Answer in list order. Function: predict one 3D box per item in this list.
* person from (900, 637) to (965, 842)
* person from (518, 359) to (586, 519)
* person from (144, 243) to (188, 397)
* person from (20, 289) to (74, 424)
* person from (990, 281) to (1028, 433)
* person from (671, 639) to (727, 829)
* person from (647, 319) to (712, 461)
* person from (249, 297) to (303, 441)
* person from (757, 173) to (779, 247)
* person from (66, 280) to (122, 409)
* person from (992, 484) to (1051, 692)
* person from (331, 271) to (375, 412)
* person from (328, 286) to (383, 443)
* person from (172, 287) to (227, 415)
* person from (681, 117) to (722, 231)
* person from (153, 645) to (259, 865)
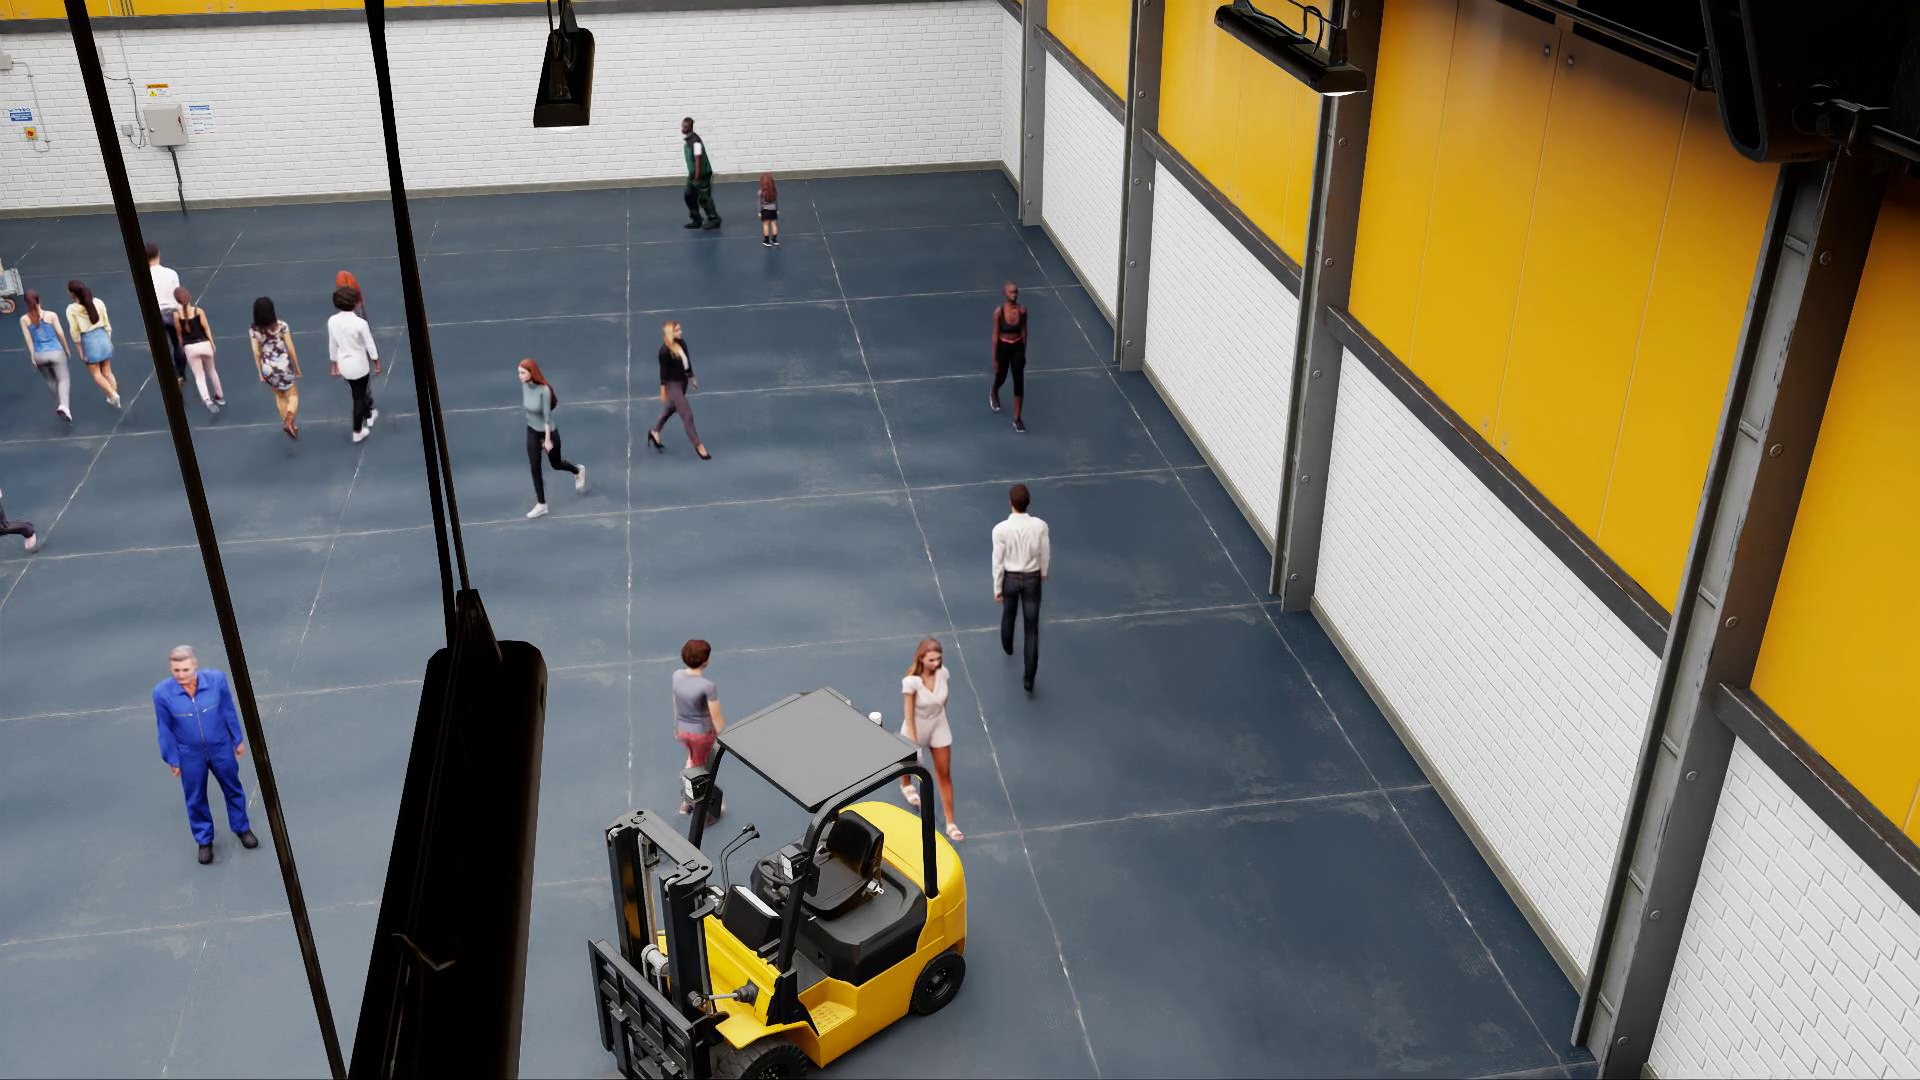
[{"bbox_3d":[-0.306,1.442,12.806,0.796,1.652,1.167,-13,31,-23],"label":"person"},{"bbox_3d":[-4.293,-1.105,17.408,1.024,1.717,1.111,17,33,28],"label":"person"},{"bbox_3d":[-9.583,-2.638,20.095,0.853,1.836,1.198,-14,32,-24],"label":"person"},{"bbox_3d":[-10.623,-2.113,19.393,0.678,1.586,1.037,-9,30,-15],"label":"person"},{"bbox_3d":[0.546,-2.197,19.404,0.666,1.724,1.161,-7,29,-13],"label":"person"},{"bbox_3d":[-2.053,1.522,12.673,0.779,1.639,0.838,16,32,26],"label":"person"},{"bbox_3d":[-3.249,-1.680,18.561,0.992,1.624,1.076,10,30,17],"label":"person"},{"bbox_3d":[-7.733,-1.888,18.843,0.611,1.717,0.835,-5,29,-9],"label":"person"},{"bbox_3d":[-2.902,-5.026,25.234,0.526,1.107,0.543,-15,32,-26],"label":"person"},{"bbox_3d":[-10.174,-2.267,19.647,0.954,1.613,0.877,24,37,36],"label":"person"},{"bbox_3d":[0.561,0.441,14.459,0.791,1.828,1.227,-1,29,-2],"label":"person"},{"bbox_3d":[-7.050,-2.263,19.482,0.855,1.765,0.793,21,35,34],"label":"person"},{"bbox_3d":[-6.935,-1.967,18.922,0.853,1.781,1.020,5,29,9],"label":"person"},{"bbox_3d":[-8.994,-2.213,19.634,0.755,1.532,0.984,-14,32,-25],"label":"person"},{"bbox_3d":[-3.962,-5.628,25.627,0.884,1.787,0.853,-10,30,-18],"label":"person"},{"bbox_3d":[-5.651,1.552,12.424,0.789,1.826,0.718,-17,33,-28],"label":"person"}]
